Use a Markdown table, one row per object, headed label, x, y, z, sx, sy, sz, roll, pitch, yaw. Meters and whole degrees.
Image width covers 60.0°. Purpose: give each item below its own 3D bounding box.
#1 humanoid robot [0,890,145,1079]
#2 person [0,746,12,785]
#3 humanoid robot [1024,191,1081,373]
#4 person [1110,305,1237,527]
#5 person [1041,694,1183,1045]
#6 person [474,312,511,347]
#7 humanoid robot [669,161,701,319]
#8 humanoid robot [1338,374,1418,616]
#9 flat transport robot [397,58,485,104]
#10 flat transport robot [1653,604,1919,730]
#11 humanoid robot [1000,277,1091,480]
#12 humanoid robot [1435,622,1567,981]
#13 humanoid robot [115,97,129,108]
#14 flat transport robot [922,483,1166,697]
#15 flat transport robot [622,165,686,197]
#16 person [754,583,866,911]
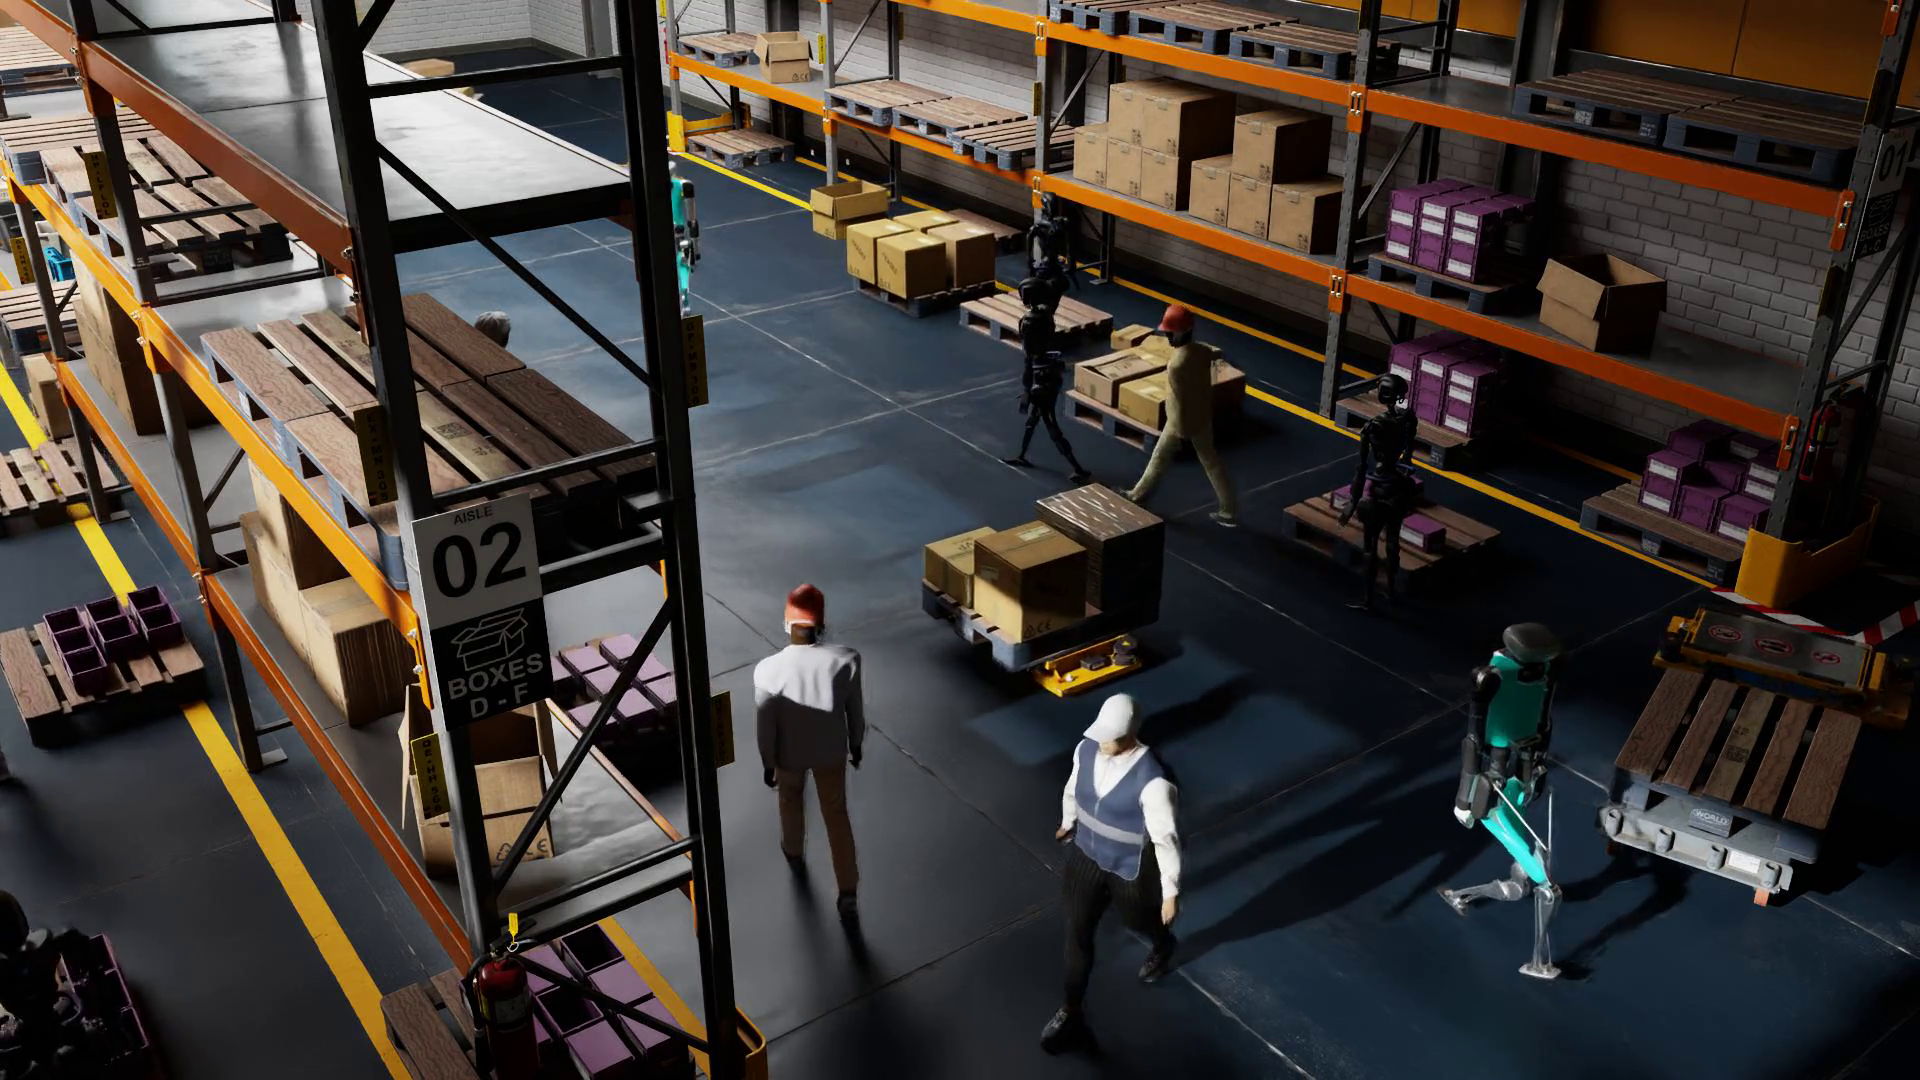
| label | x | y | z | sx | sy | sz | roll | pitch | yaw |
| --- | --- | --- | --- | --- | --- | --- | --- | --- | --- |
| humanoid robot | -3.550 | 1.994 | 6.487 | 0.622 | 1.636 | 0.601 | 23 | 35 | 38 |
| person | -5.758 | 0.561 | 9.103 | 0.724 | 1.864 | 0.667 | 3 | 27 | 5 |
| humanoid robot | 0.812 | -2.397 | 15.262 | 0.609 | 1.646 | 0.788 | -18 | 32 | -32 |
| person | 1.637 | -0.914 | 12.230 | 1.002 | 1.675 | 0.588 | 20 | 33 | 34 |
| person | 0.735 | 1.418 | 7.547 | 0.766 | 1.723 | 0.881 | 21 | 34 | 36 |
| person | -3.161 | -0.712 | 11.647 | 0.506 | 1.847 | 0.338 | 14 | 30 | 25 |
| humanoid robot | -2.706 | -2.543 | 15.460 | 0.558 | 1.796 | 0.909 | -1 | 27 | -3 |
| humanoid robot | 2.794 | -0.309 | 11.018 | 0.599 | 1.657 | 0.315 | -18 | 32 | -32 |
| flat transport robot | -7.521 | -5.963 | 23.847 | 0.659 | 0.231 | 1.431 | 0 | 27 | 0 |
| flat transport robot | 5.177 | 0.775 | 10.445 | 1.431 | 0.231 | 0.659 | 15 | 30 | 28 |
| humanoid robot | 0.680 | -1.259 | 13.001 | 0.806 | 1.628 | 0.589 | 10 | 28 | 18 |
| humanoid robot | 2.730 | 1.299 | 7.841 | 0.536 | 1.789 | 1.043 | -14 | 30 | -25 |
| humanoid robot | -11.309 | -6.063 | 22.487 | 0.558 | 1.641 | 0.589 | 1 | 27 | 1 |
| flat transport robot | 0.493 | 0.560 | 10.874 | 0.659 | 0.231 | 1.431 | -17 | 31 | -30 |
| flat transport robot | -4.011 | -4.510 | 20.958 | 0.659 | 0.231 | 1.431 | -18 | 32 | -32 |
| person | -0.731 | 1.036 | 8.315 | 0.562 | 1.717 | 0.824 | -9 | 28 | -17 |
